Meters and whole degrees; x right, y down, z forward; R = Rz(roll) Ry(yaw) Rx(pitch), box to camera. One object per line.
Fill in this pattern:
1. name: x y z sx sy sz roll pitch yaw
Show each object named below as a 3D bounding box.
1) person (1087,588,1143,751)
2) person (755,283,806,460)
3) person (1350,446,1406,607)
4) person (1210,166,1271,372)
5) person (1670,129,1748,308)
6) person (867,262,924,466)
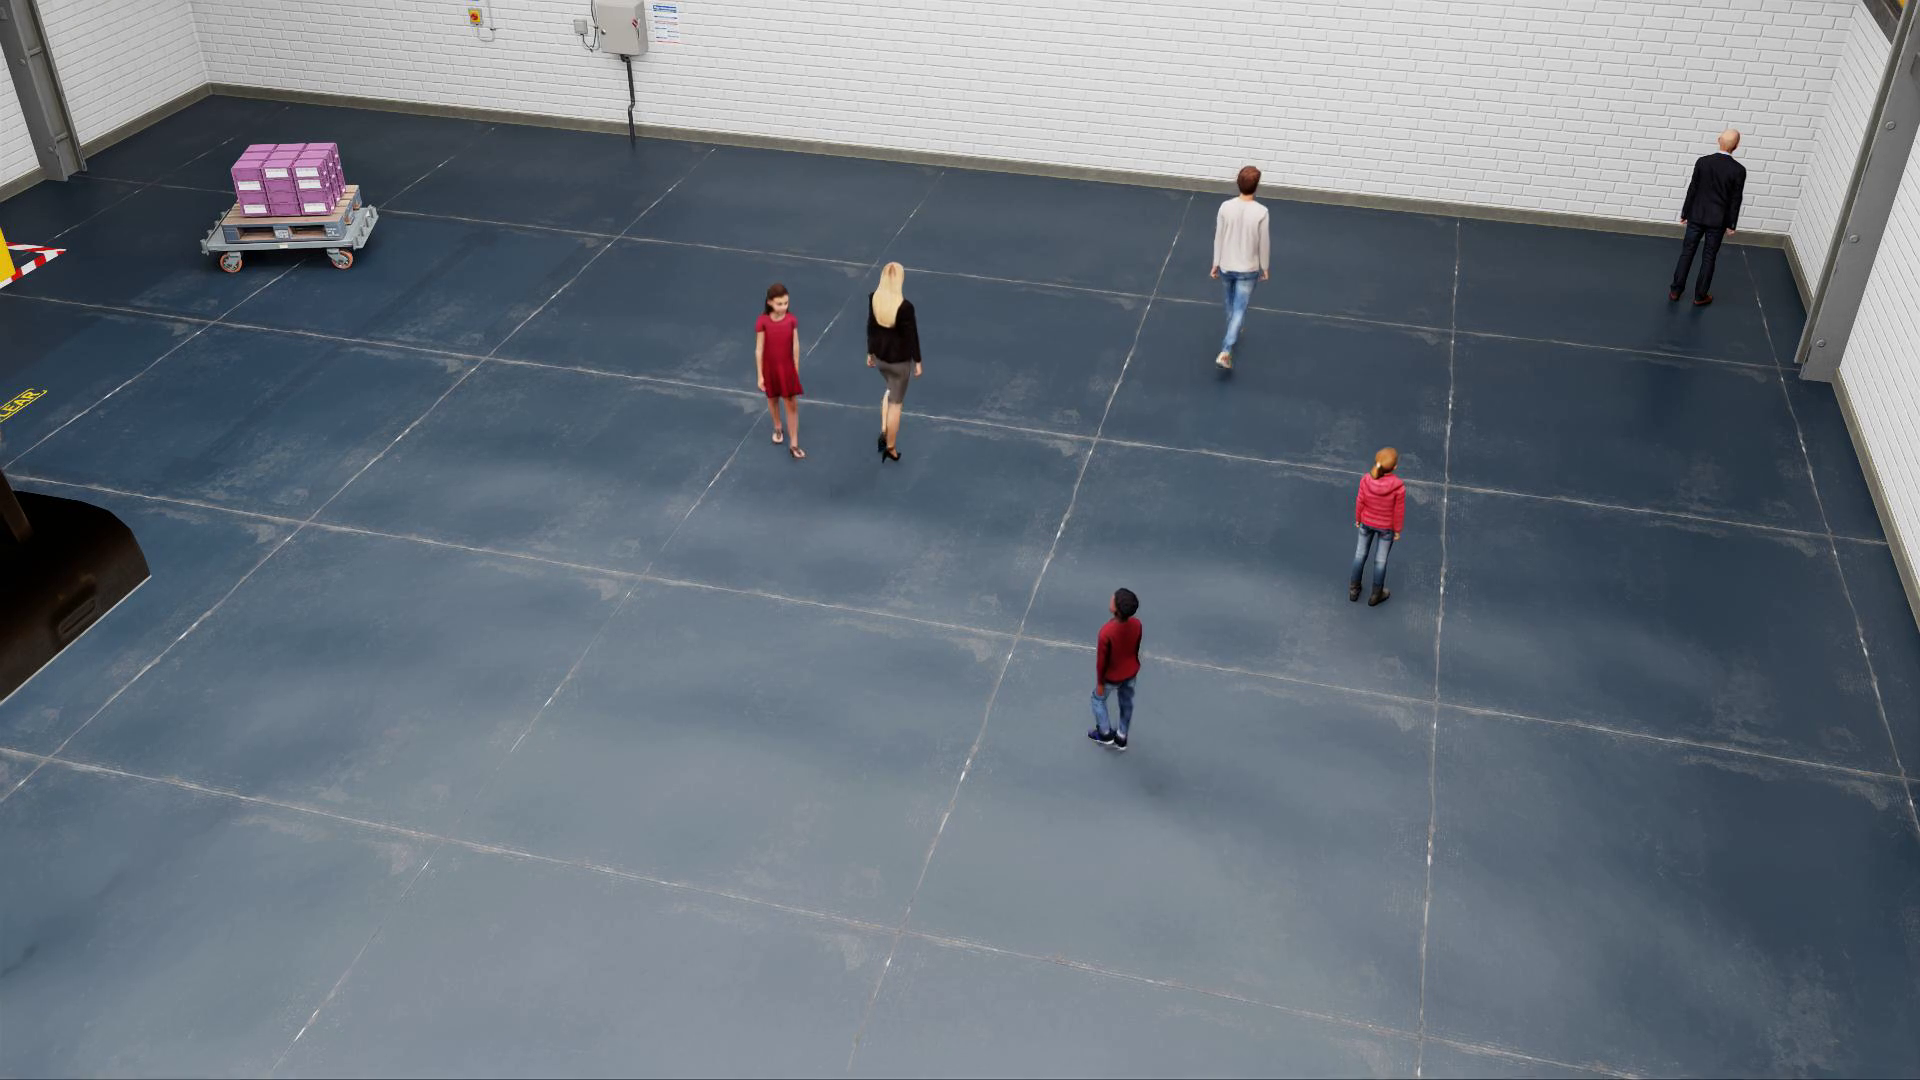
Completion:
1. person: 1.064 0.879 10.864 0.592 1.248 0.654 -18 38 -25
2. person: -1.569 -1.510 14.211 0.809 1.522 0.982 -6 34 -10
3. person: 3.082 -0.110 12.290 0.562 1.317 0.576 18 38 25
4. person: 2.555 -2.472 15.347 0.835 1.868 1.262 15 37 22
5. person: 7.433 -3.204 16.509 0.769 1.800 0.726 23 40 30
6. person: -0.613 -1.406 13.777 0.735 1.829 0.761 19 38 26
